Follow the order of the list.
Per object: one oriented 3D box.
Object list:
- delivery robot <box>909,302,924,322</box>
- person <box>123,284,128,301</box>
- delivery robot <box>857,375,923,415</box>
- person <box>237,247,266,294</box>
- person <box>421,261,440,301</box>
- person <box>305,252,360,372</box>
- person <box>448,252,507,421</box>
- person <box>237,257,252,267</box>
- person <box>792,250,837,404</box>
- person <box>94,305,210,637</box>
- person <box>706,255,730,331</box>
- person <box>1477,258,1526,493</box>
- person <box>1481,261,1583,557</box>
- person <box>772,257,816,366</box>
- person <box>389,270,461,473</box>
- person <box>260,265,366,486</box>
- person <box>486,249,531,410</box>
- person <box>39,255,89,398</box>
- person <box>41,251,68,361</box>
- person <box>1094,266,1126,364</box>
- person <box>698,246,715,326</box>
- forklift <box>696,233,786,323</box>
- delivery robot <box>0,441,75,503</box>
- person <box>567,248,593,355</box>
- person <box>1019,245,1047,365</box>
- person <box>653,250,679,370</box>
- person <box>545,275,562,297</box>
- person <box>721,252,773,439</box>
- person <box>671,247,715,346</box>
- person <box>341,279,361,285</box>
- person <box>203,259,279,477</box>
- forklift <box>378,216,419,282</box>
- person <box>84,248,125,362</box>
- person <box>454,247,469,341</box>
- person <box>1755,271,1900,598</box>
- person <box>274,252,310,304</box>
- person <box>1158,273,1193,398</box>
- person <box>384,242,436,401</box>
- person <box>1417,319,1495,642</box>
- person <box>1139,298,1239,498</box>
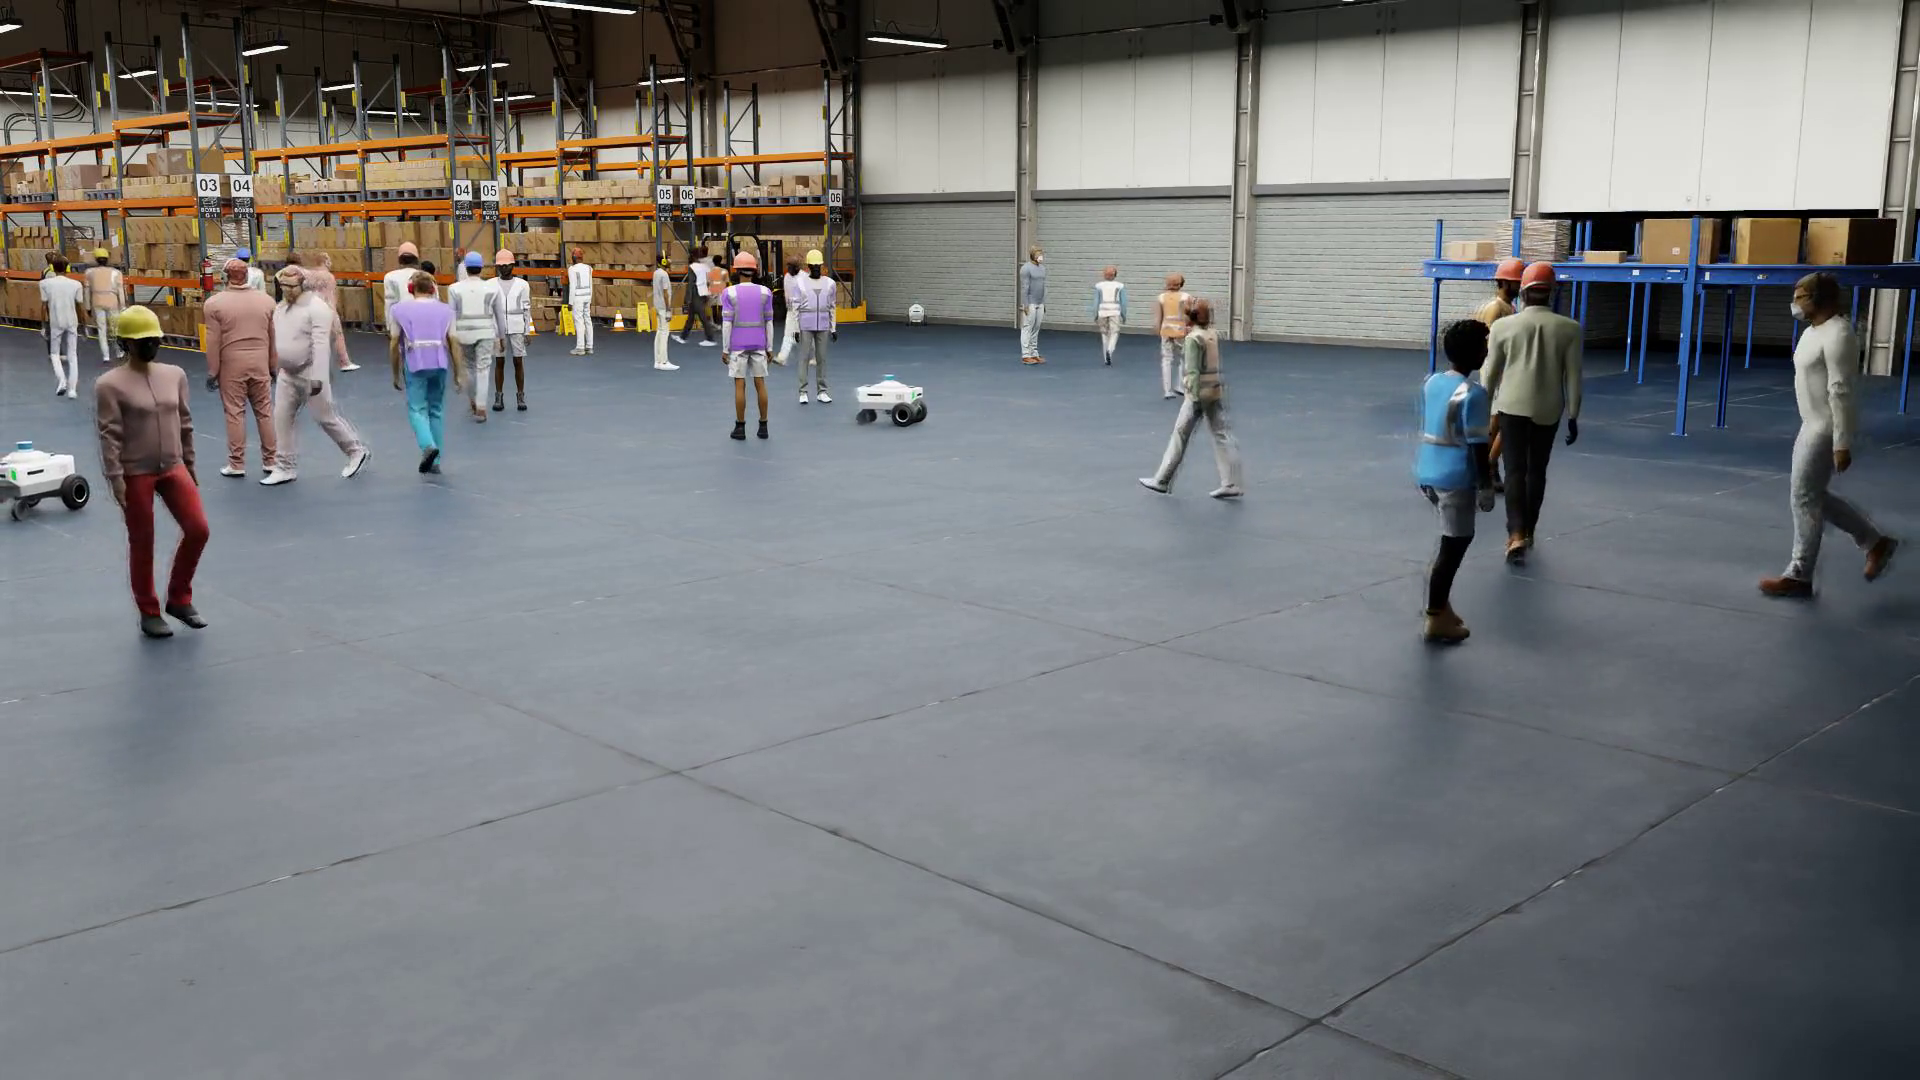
[{"bbox_3d":[-1.032,-5.376,39.258,0.477,0.478,0.707,-1,10,-3],"label":"delivery robot"},{"bbox_3d":[-19.775,-6.039,39.077,0.609,1.996,0.379,-1,10,-4],"label":"person"},{"bbox_3d":[-0.794,-1.622,18.785,0.707,0.478,0.477,3,11,17],"label":"delivery robot"},{"bbox_3d":[-11.449,-3.732,26.679,0.624,1.927,0.638,-2,11,-11],"label":"person"},{"bbox_3d":[-8.498,-3.627,26.743,0.322,1.697,0.535,-3,11,-14],"label":"person"},{"bbox_3d":[-9.863,-3.514,25.744,0.654,1.851,1.010,6,12,28],"label":"person"},{"bbox_3d":[-5.575,-2.359,19.252,0.647,1.899,0.988,-2,11,-9],"label":"person"},{"bbox_3d":[-12.922,-4.318,30.324,0.623,1.772,0.976,8,13,38],"label":"person"},{"bbox_3d":[-1.832,-2.700,21.057,0.588,1.928,0.383,-4,11,-22],"label":"person"},{"bbox_3d":[-4.222,-0.350,8.723,0.470,1.746,0.542,6,12,32],"label":"person"},{"bbox_3d":[-5.376,-5.502,37.066,0.550,1.654,0.831,0,10,2],"label":"person"},{"bbox_3d":[4.494,-1.341,13.675,0.470,1.923,0.552,6,12,28],"label":"person"},{"bbox_3d":[3.792,-0.872,11.064,0.629,1.948,1.044,2,11,11],"label":"person"},{"bbox_3d":[-2.621,-3.717,27.066,0.657,1.765,0.995,10,14,43],"label":"person"},{"bbox_3d":[-4.701,-1.476,14.720,0.579,1.813,0.677,-7,12,-32],"label":"person"},{"bbox_3d":[-5.598,-1.435,14.345,0.648,1.872,0.846,4,11,23],"label":"person"},{"bbox_3d":[-5.497,-2.555,20.234,0.542,1.939,0.362,-2,11,-12],"label":"person"},{"bbox_3d":[-11.704,-2.786,21.727,0.576,1.852,0.472,-6,12,-31],"label":"person"},{"bbox_3d":[-15.290,-3.945,28.099,0.503,1.839,0.329,9,14,41],"label":"person"},{"bbox_3d":[2.449,-3.687,27.299,0.523,1.620,0.669,3,11,18],"label":"person"},{"bbox_3d":[-5.992,-5.978,39.113,0.519,1.865,0.328,-9,14,-41],"label":"person"},{"bbox_3d":[-5.496,-6.489,41.108,2.313,2.155,1.214,-10,14,-44],"label":"forklift"},{"bbox_3d":[-7.135,-0.511,12.727,0.477,0.478,0.707,2,10,10],"label":"delivery robot"},{"bbox_3d":[-6.787,-4.264,29.710,0.355,1.883,0.573,6,12,28],"label":"person"},{"bbox_3d":[1.222,-3.885,27.489,0.371,1.940,0.627,7,13,34],"label":"person"},{"bbox_3d":[-4.699,-3.648,26.388,0.329,1.871,0.513,-6,12,-29],"label":"person"},{"bbox_3d":[-11.218,-7.294,46.080,0.552,1.936,0.359,-4,11,-20],"label":"person"},{"bbox_3d":[-2.231,-2.033,17.400,0.553,1.933,0.367,-4,11,-22],"label":"person"},{"bbox_3d":[-5.180,-4.699,32.106,0.966,1.868,0.618,2,11,12],"label":"person"},{"bbox_3d":[-18.042,-7.920,49.515,1.056,1.944,0.631,-10,14,-44],"label":"person"},{"bbox_3d":[-6.357,-1.514,14.699,0.478,1.904,0.677,10,14,43],"label":"person"},{"bbox_3d":[-17.868,-9.201,54.028,1.873,2.768,1.129,-10,14,-44],"label":"forklift"},{"bbox_3d":[-14.414,-3.965,28.081,0.612,1.880,0.909,-4,11,-20],"label":"person"},{"bbox_3d":[-9.858,-4.886,33.152,0.453,1.863,0.677,-1,10,-7],"label":"person"},{"bbox_3d":[5.150,-0.616,9.739,0.701,1.913,0.660,3,11,14],"label":"person"},{"bbox_3d":[-10.529,-3.644,26.441,0.619,1.845,0.430,-3,11,-18],"label":"person"},{"bbox_3d":[2.830,-2.663,21.664,0.547,1.617,0.525,7,12,33],"label":"person"},{"bbox_3d":[-6.870,-2.700,20.802,0.624,2.030,0.471,-4,11,-21],"label":"person"},{"bbox_3d":[2.622,-0.309,8.690,0.437,1.678,0.548,-2,11,-11],"label":"person"},{"bbox_3d":[1.893,-1.146,13.474,0.846,1.601,0.525,7,12,33],"label":"person"}]
